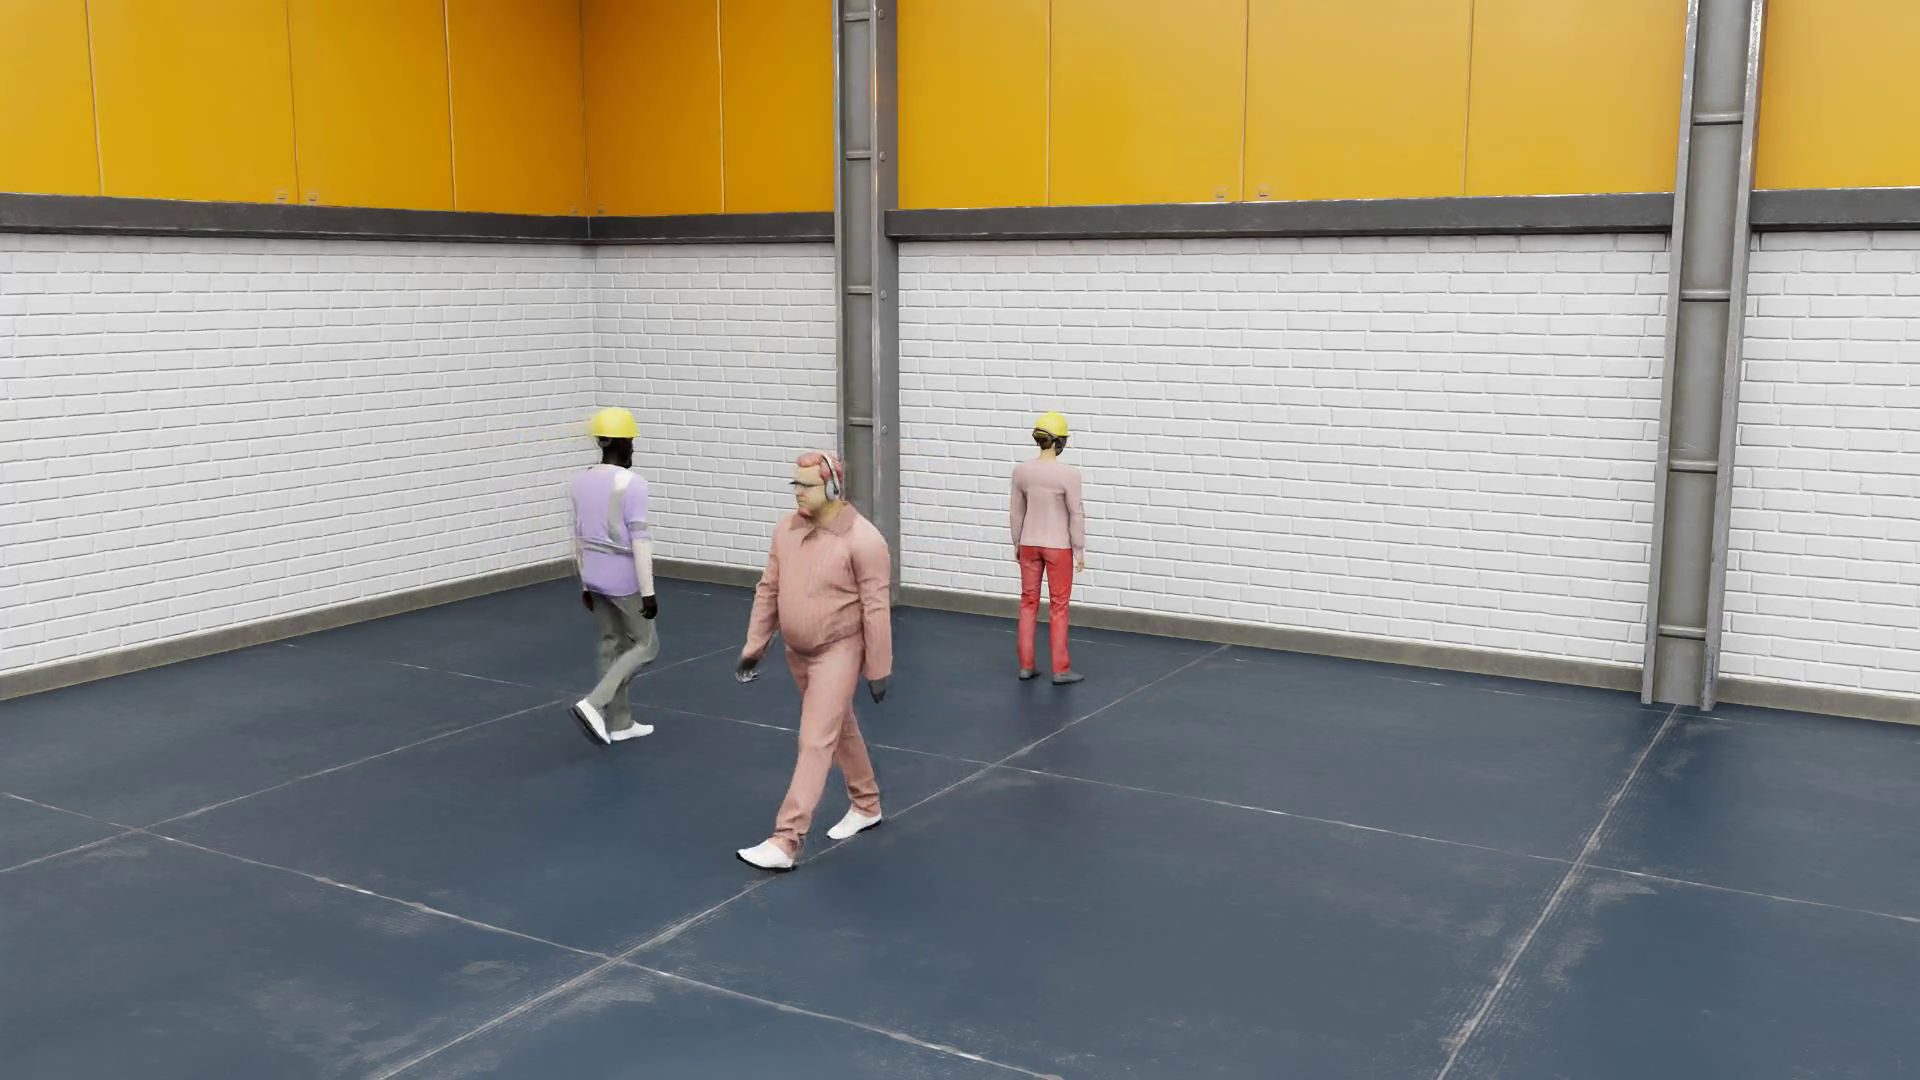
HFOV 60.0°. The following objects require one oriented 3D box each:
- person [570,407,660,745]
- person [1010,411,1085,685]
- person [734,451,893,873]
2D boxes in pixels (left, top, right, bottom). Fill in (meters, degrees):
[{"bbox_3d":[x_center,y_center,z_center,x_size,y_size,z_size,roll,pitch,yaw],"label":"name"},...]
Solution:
[{"bbox_3d":[-1.936,0.221,9.229,0.613,1.913,0.532,7,12,39],"label":"person"},{"bbox_3d":[0.579,0.050,10.769,0.533,1.765,0.330,6,11,33],"label":"person"},{"bbox_3d":[-0.667,0.531,7.489,1.008,1.857,0.660,-9,13,-44],"label":"person"}]
